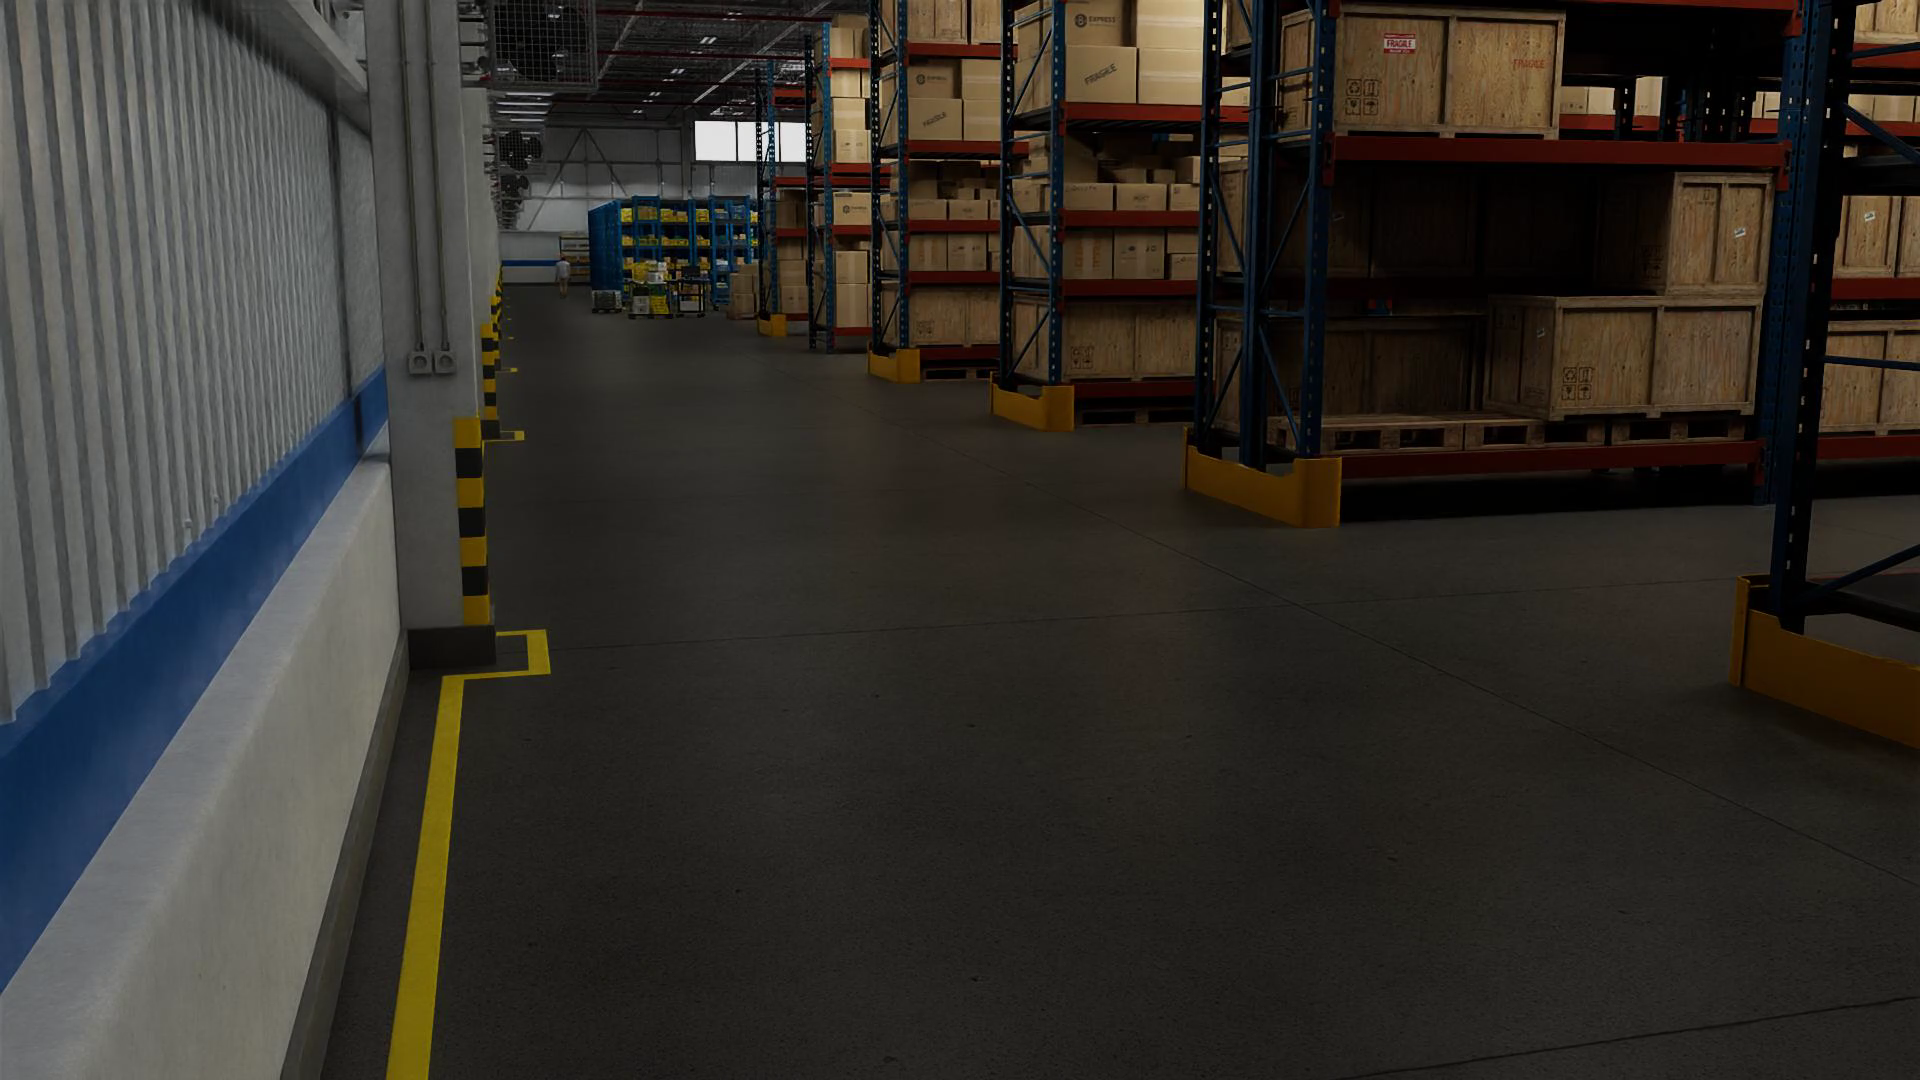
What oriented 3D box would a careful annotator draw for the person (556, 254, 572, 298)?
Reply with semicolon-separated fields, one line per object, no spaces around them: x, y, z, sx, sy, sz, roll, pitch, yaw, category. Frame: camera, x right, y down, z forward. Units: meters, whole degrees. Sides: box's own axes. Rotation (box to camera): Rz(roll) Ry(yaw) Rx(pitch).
-15.535;-10.341;65.207;0.596;1.712;0.840;-2;10;-10;person
